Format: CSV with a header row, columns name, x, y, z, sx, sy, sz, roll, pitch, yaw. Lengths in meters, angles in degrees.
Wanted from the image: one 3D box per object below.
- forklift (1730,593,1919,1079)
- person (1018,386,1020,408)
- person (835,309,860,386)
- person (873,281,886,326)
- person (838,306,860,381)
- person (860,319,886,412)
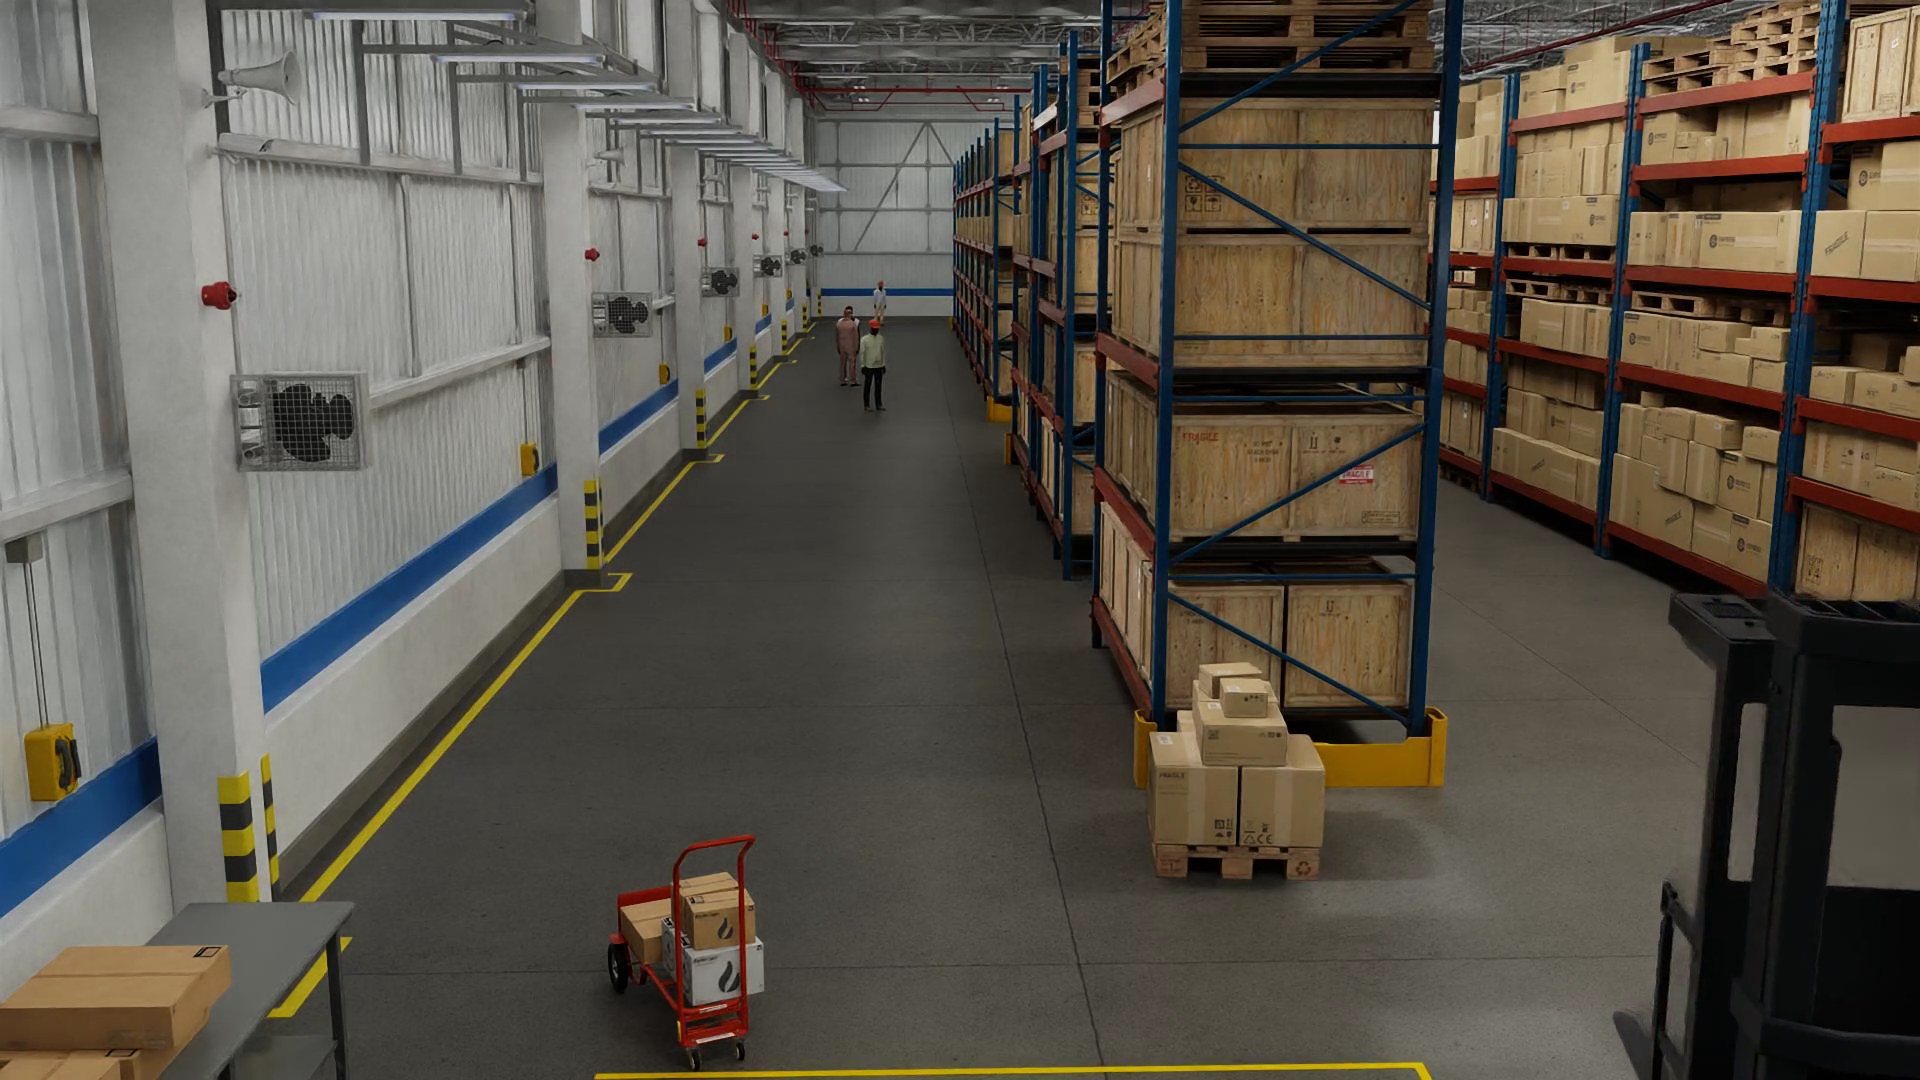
name,x,y,z,sx,sy,sz,roll,pitch,yaw
forklift,3.162,1.577,5.644,1.129,2.768,1.873,1,11,8
person,1.273,-2.437,29.239,0.622,1.844,0.429,8,14,37
person,-2.758,-4.744,41.087,0.639,1.902,0.407,5,12,25
person,-3.084,-9.126,64.295,0.564,1.744,0.354,-7,13,-33
person,-2.837,-5.018,42.485,0.589,1.913,0.398,-4,12,-21
person,-1.854,-3.741,35.649,0.620,1.985,0.408,-8,13,-35
